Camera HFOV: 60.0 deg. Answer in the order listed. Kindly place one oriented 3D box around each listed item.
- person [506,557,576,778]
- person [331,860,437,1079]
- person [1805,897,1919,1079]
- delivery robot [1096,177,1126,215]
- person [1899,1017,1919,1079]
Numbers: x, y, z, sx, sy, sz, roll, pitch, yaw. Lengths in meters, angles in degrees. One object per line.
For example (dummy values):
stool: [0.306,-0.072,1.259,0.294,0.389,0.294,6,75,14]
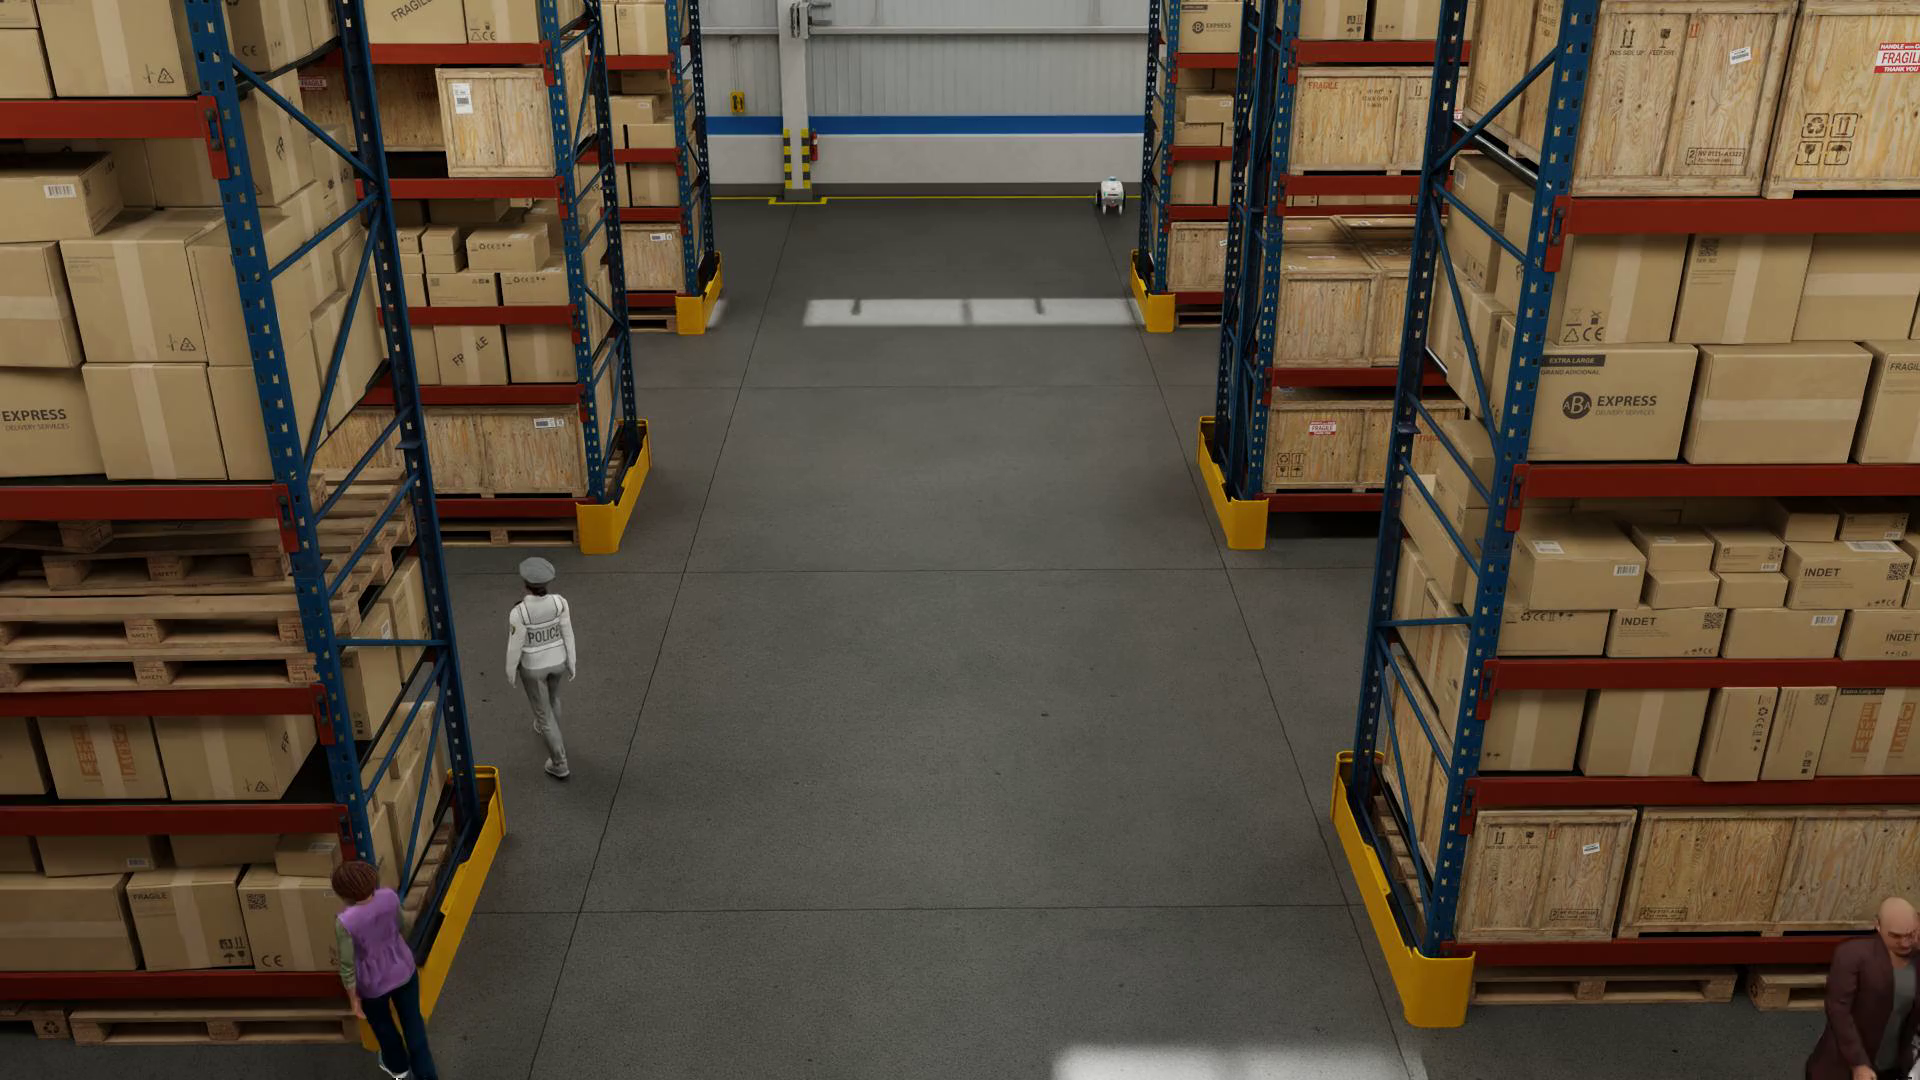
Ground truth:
person: [-3.107,0.871,12.102,0.493,1.677,0.763,-20,32,-36]
person: [-3.182,2.360,9.024,0.444,1.605,0.553,-22,33,-39]
person: [4.559,2.590,8.321,0.585,1.778,0.692,-2,25,-5]
delivery robot: [2.439,-5.692,27.637,0.667,0.535,0.708,1,25,2]
person: [4.737,2.585,8.426,0.693,1.678,0.489,11,27,23]
